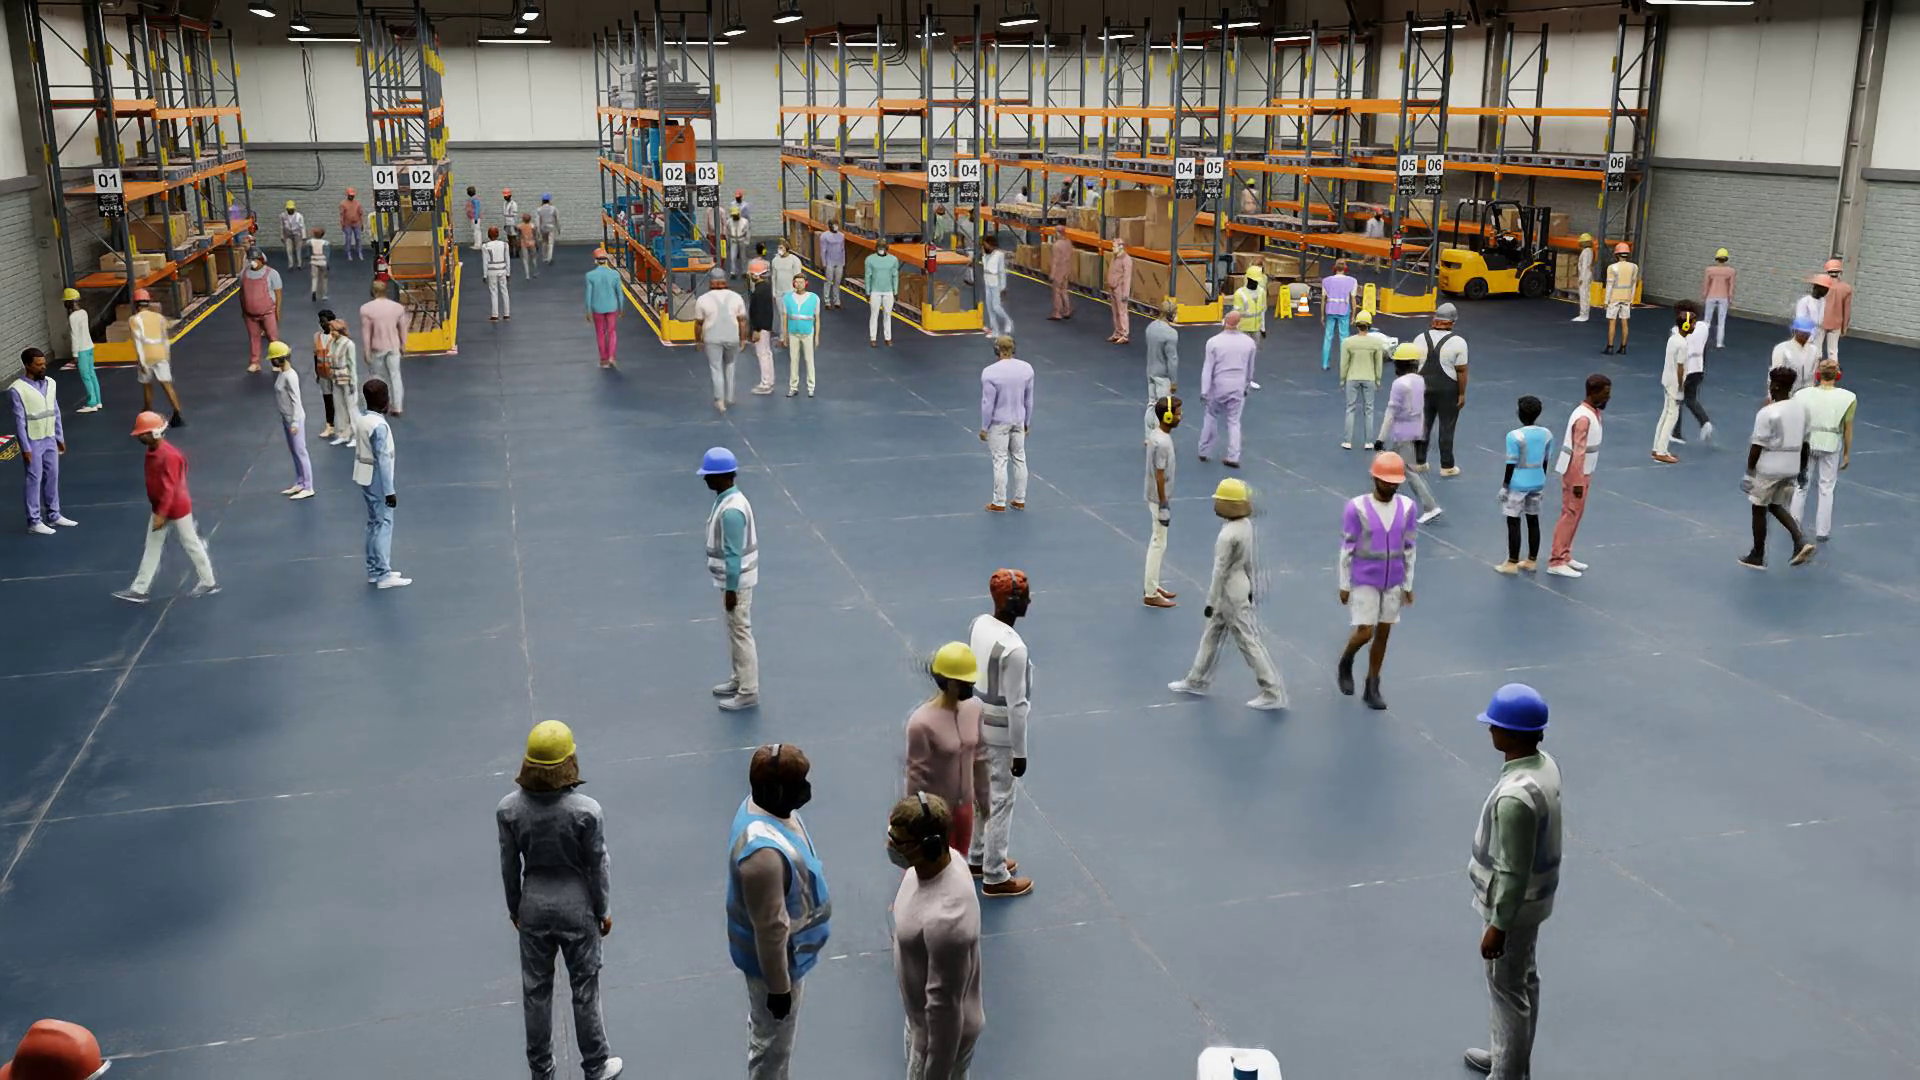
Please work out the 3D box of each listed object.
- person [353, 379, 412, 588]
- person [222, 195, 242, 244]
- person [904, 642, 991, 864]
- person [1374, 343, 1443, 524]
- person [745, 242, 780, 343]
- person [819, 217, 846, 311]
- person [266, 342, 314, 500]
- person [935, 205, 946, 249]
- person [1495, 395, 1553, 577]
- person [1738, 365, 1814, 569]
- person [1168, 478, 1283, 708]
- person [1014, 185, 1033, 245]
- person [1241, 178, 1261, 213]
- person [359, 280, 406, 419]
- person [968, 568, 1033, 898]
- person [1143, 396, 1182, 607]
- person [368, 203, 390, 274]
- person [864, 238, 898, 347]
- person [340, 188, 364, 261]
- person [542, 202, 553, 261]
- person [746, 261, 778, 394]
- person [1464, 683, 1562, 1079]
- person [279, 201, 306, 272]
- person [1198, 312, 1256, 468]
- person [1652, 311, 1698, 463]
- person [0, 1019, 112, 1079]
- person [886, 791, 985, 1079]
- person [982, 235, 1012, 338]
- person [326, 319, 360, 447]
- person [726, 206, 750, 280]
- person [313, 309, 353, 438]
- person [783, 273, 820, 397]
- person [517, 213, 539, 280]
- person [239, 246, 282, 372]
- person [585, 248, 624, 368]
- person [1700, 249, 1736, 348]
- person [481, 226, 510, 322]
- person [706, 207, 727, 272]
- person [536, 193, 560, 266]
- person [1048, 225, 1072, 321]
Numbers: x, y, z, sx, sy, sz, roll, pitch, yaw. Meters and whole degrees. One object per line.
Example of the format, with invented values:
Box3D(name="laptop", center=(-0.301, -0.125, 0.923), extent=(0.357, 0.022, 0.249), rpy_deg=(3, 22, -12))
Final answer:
Box3D(name="person", center=(-5.301, -0.512, 15.126), extent=(0.392, 1.911, 0.582), rpy_deg=(-9, 17, -31))
Box3D(name="person", center=(-19.432, -8.304, 44.462), extent=(0.533, 1.931, 0.615), rpy_deg=(3, 15, 12))
Box3D(name="person", center=(-0.053, 1.348, 8.410), extent=(0.382, 1.752, 0.538), rpy_deg=(13, 20, 40))
Box3D(name="person", center=(4.702, -1.129, 17.487), extent=(0.935, 1.890, 0.586), rpy_deg=(10, 18, 33))
Box3D(name="person", center=(-3.623, -4.524, 30.402), extent=(0.544, 1.821, 0.996), rpy_deg=(11, 18, 35))
Box3D(name="person", center=(-2.650, -5.796, 34.942), extent=(0.628, 1.940, 0.373), rpy_deg=(-13, 20, -41))
Box3D(name="person", center=(-7.455, -1.329, 18.484), extent=(0.340, 1.757, 0.527), rpy_deg=(-9, 17, -31))
Box3D(name="person", center=(-0.519, -8.017, 43.910), extent=(0.287, 1.627, 0.497), rpy_deg=(-3, 15, -10))
Box3D(name="person", center=(5.252, -0.505, 15.494), extent=(0.540, 1.695, 0.317), rpy_deg=(-7, 16, -25))
Box3D(name="person", center=(7.697, -0.654, 15.583), extent=(0.637, 1.942, 0.568), rpy_deg=(-6, 16, -22))
Box3D(name="person", center=(1.996, 0.385, 12.145), extent=(0.891, 1.698, 0.501), rpy_deg=(7, 16, 23))
Box3D(name="person", center=(1.961, -9.710, 49.894), extent=(0.654, 1.819, 0.563), rpy_deg=(-9, 17, -29))
Box3D(name="person", center=(9.195, -10.408, 52.352), extent=(0.616, 1.912, 0.552), rpy_deg=(11, 19, 36))
Box3D(name="person", center=(-8.085, -2.672, 23.248), extent=(0.666, 1.900, 0.898), rpy_deg=(-12, 19, -39))
Box3D(name="person", center=(0.221, 1.069, 9.243), extent=(0.353, 1.879, 0.567), rpy_deg=(-6, 16, -23))
Box3D(name="person", center=(1.771, -0.339, 14.565), extent=(0.328, 1.861, 0.519), rpy_deg=(1, 15, 4))
Box3D(name="person", center=(-14.193, -7.358, 40.752), extent=(0.375, 1.983, 0.664), rpy_deg=(10, 18, 32))
Box3D(name="person", center=(-1.401, -4.436, 29.836), extent=(0.627, 1.934, 0.370), rpy_deg=(-4, 15, -14))
Box3D(name="person", center=(-16.667, -8.659, 45.632), extent=(0.618, 1.986, 0.406), rpy_deg=(-10, 18, -32))
Box3D(name="person", center=(-11.346, -8.462, 45.571), extent=(0.318, 1.630, 0.513), rpy_deg=(-3, 15, -10))
Box3D(name="person", center=(-2.993, -3.199, 25.080), extent=(0.449, 1.992, 0.638), rpy_deg=(1, 15, 5))
Box3D(name="person", center=(2.393, 1.557, 7.255), extent=(0.405, 1.945, 0.615), rpy_deg=(8, 17, 27))
Box3D(name="person", center=(-17.132, -7.785, 42.710), extent=(0.617, 1.784, 0.901), rpy_deg=(-5, 16, -17))
Box3D(name="person", center=(3.207, -1.840, 20.214), extent=(0.716, 1.858, 0.816), rpy_deg=(-3, 15, -10))
Box3D(name="person", center=(8.748, -1.873, 20.347), extent=(0.340, 1.859, 0.508), rpy_deg=(2, 15, 8))
Box3D(name="person", center=(-2.629, 2.243, 5.037), extent=(0.319, 1.755, 0.572), rpy_deg=(7, 16, 24))
Box3D(name="person", center=(-0.096, 1.839, 6.232), extent=(0.375, 1.933, 0.625), rpy_deg=(-2, 15, -6))
Box3D(name="person", center=(0.647, -4.733, 31.041), extent=(0.506, 1.885, 0.625), rpy_deg=(-12, 19, -37))
Box3D(name="person", center=(-7.884, -2.013, 21.283), extent=(0.514, 1.640, 0.309), rpy_deg=(10, 18, 33))
Box3D(name="person", center=(-5.448, -7.283, 40.834), extent=(0.602, 1.779, 0.940), rpy_deg=(0, 15, 1))
Box3D(name="person", center=(-8.209, -2.167, 21.752), extent=(0.532, 1.697, 0.319), rpy_deg=(3, 15, 12))
Box3D(name="person", center=(-2.360, -3.057, 24.807), extent=(0.564, 1.850, 0.390), rpy_deg=(2, 15, 6))
Box3D(name="person", center=(-10.649, -7.252, 41.064), extent=(0.531, 1.594, 0.847), rpy_deg=(-1, 15, -5))
Box3D(name="person", center=(-11.387, -3.749, 27.045), extent=(0.676, 2.000, 0.536), rpy_deg=(0, 15, -1))
Box3D(name="person", center=(-5.840, -3.803, 27.365), extent=(0.629, 1.984, 0.547), rpy_deg=(-8, 17, -26))
Box3D(name="person", center=(13.520, -4.305, 29.696), extent=(0.541, 1.758, 0.382), rpy_deg=(7, 16, 24))
Box3D(name="person", center=(-9.251, -5.305, 33.199), extent=(0.575, 1.884, 0.355), rpy_deg=(-12, 19, -39))
Box3D(name="person", center=(-6.210, -7.867, 42.690), extent=(0.682, 1.976, 0.623), rpy_deg=(9, 17, 30))
Box3D(name="person", center=(-10.989, -8.266, 44.337), extent=(0.615, 1.902, 0.990), rpy_deg=(-1, 15, -2))
Box3D(name="person", center=(1.990, -5.362, 33.379), extent=(0.403, 1.905, 0.652), rpy_deg=(8, 17, 28))
